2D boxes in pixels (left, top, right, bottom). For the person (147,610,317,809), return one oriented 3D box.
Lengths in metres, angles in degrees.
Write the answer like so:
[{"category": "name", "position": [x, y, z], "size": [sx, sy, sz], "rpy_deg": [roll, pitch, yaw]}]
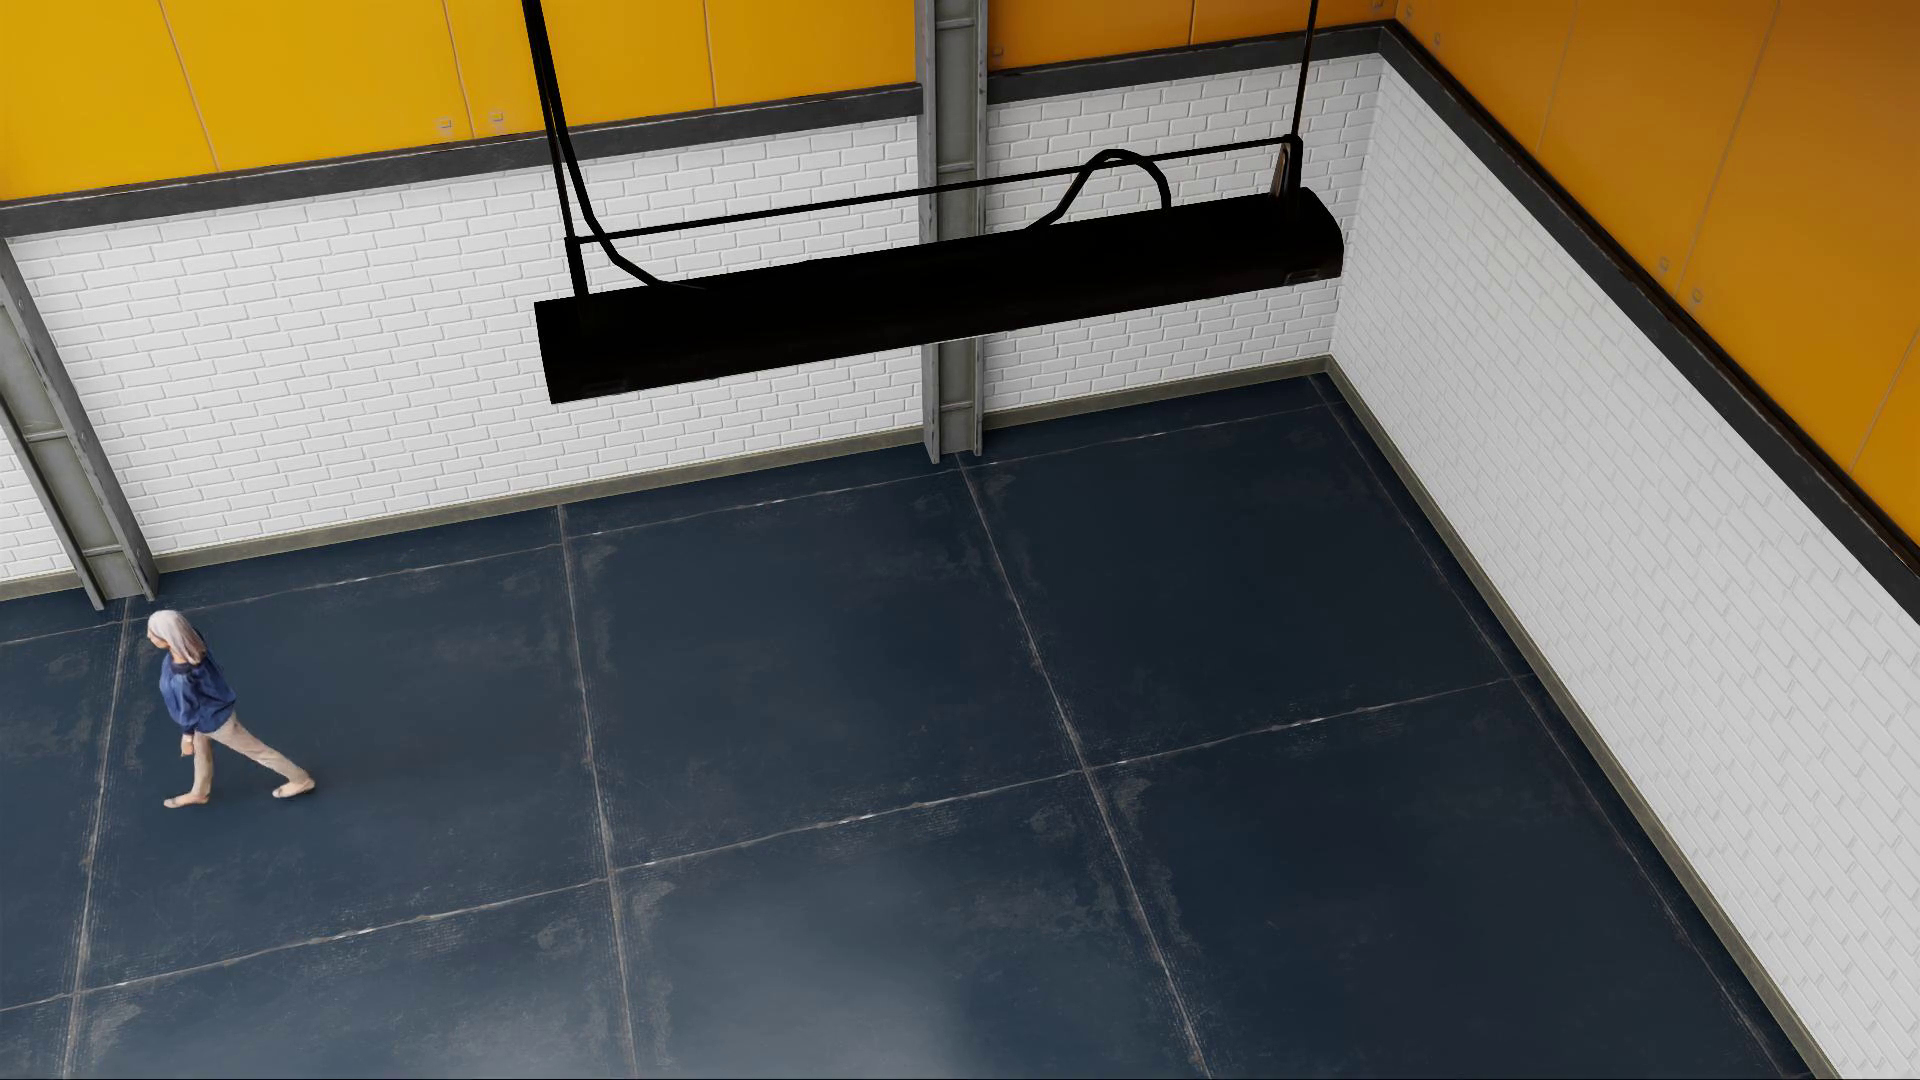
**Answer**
[{"category": "person", "position": [-4.301, 1.027, 9.787], "size": [1.101, 1.650, 0.631], "rpy_deg": [-11, 45, -11]}]
